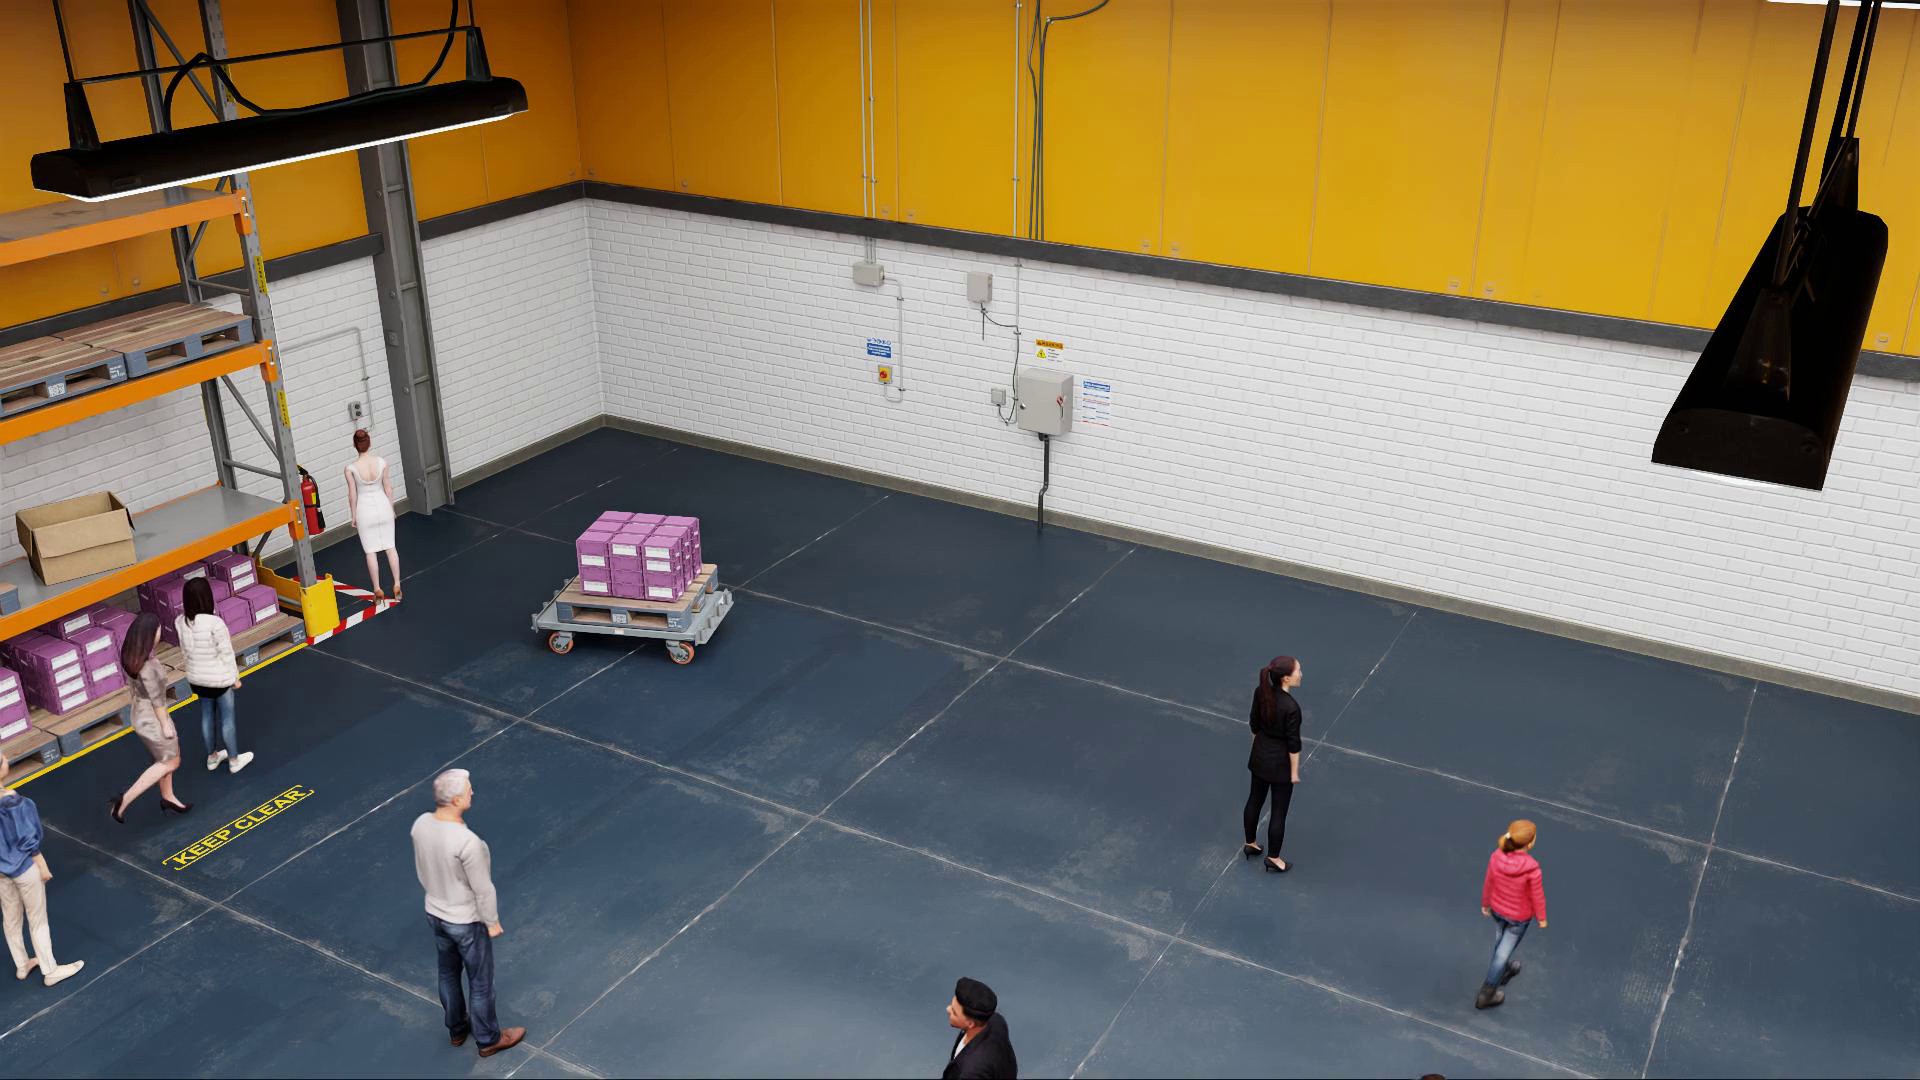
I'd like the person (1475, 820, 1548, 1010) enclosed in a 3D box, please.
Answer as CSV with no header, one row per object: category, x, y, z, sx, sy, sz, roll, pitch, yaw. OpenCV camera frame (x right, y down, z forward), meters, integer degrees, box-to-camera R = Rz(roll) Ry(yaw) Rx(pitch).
person,3.402,2.371,10.440,0.841,1.296,0.709,-14,27,-29

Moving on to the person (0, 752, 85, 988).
person,-6.033,2.078,10.609,0.644,1.696,0.609,9,25,20

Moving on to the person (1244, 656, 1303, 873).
person,2.217,1.580,11.794,0.688,1.660,0.681,-15,28,-31

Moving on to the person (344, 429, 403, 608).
person,-5.547,-0.216,15.736,0.572,1.793,0.700,-14,27,-29

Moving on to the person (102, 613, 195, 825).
person,-5.978,1.385,12.177,0.760,1.710,0.949,21,31,39

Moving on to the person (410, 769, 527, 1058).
person,-2.997,2.246,9.971,0.732,1.899,0.621,15,28,30

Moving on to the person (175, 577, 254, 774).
person,-5.862,1.057,13.019,0.657,1.636,0.628,7,24,15

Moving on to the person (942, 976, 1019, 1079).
person,0.143,2.961,8.463,0.892,1.797,0.962,6,24,14
